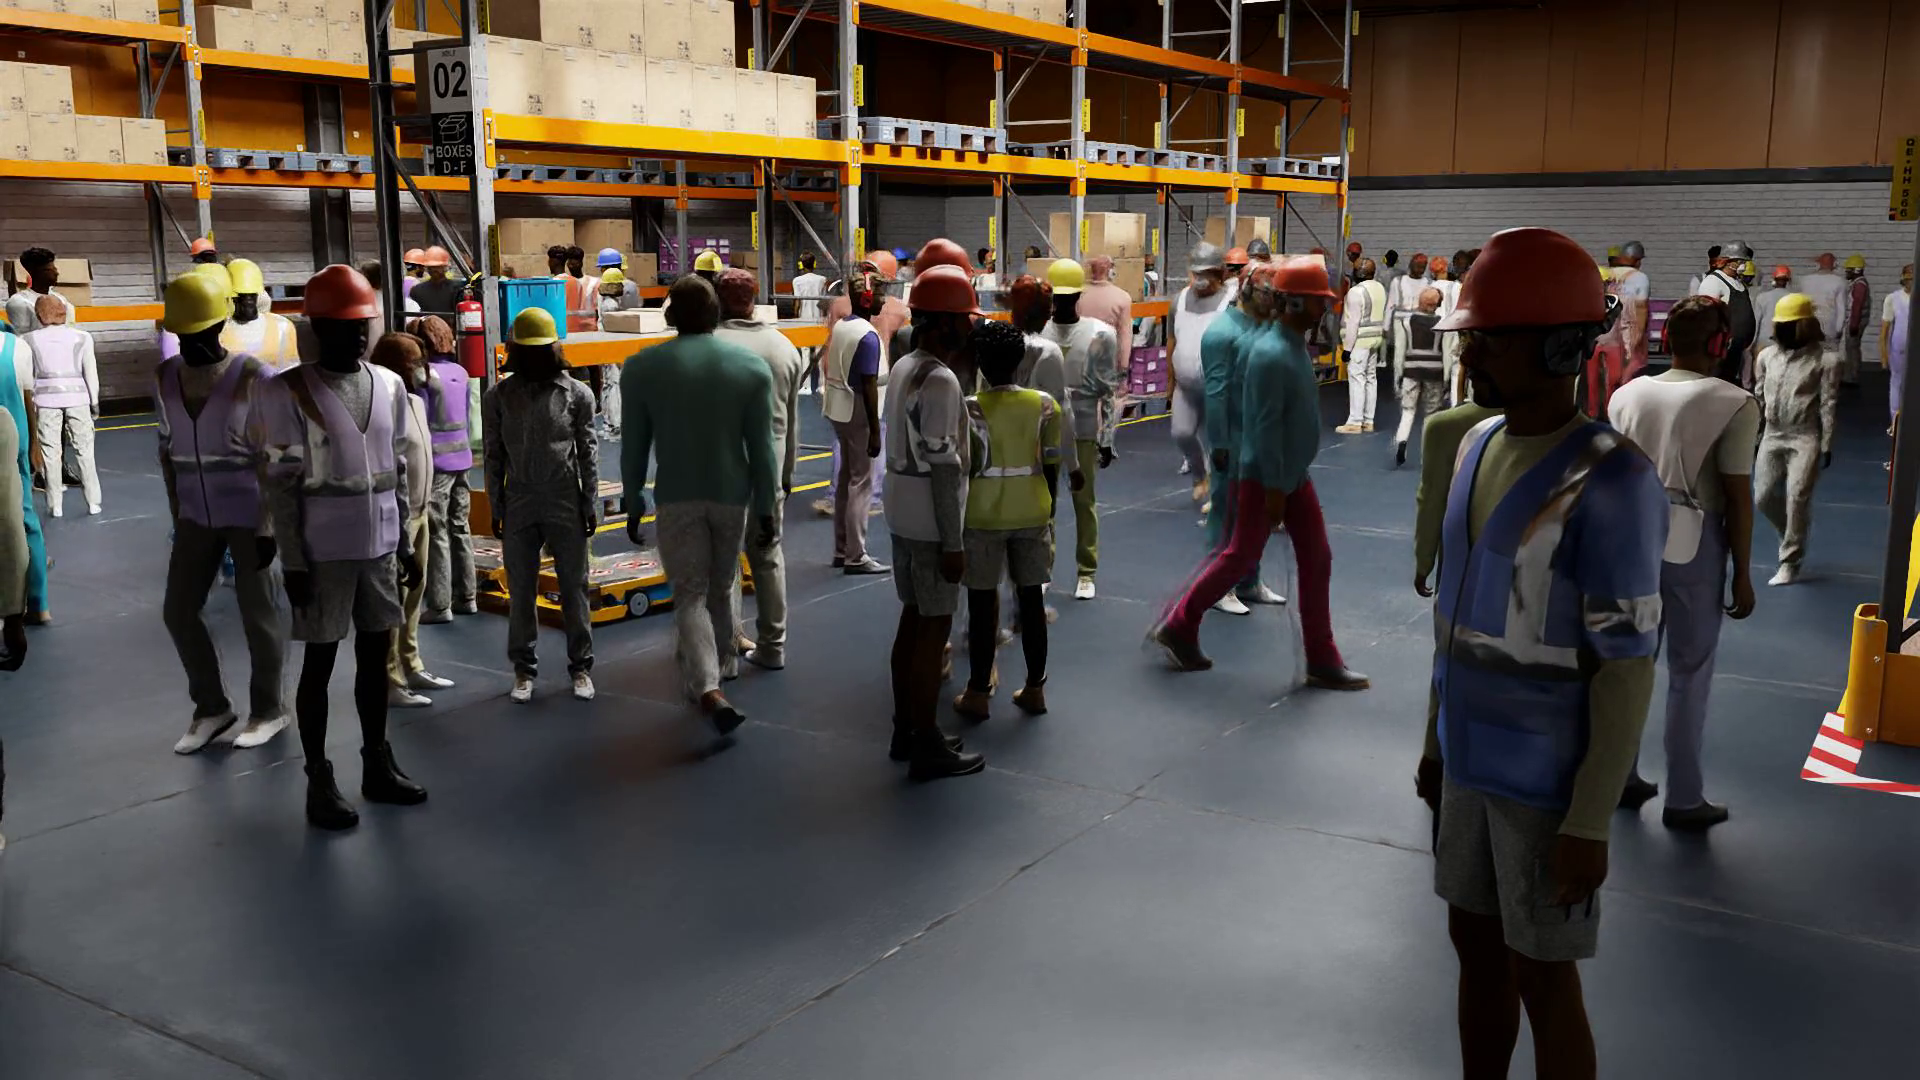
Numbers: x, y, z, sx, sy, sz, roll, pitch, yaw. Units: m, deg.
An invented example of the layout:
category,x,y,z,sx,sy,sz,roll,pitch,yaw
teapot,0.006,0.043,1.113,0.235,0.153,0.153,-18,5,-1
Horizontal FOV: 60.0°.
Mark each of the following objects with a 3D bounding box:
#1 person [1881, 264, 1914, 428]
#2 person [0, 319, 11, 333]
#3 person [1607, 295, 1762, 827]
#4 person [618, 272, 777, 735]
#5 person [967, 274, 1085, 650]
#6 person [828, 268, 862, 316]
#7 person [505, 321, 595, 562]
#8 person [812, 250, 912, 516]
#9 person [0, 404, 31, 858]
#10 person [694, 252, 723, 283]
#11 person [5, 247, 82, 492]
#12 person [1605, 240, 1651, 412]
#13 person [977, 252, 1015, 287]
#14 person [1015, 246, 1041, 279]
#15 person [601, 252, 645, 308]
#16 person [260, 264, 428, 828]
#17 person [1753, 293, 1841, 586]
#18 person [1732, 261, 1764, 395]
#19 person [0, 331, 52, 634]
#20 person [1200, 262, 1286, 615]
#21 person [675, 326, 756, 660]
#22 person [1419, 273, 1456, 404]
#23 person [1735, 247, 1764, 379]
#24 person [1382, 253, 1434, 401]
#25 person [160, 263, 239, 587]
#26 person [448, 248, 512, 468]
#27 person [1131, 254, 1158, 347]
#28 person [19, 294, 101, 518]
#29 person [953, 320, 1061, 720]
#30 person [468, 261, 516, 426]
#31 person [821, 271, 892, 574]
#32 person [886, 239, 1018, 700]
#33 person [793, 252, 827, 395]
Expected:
category,x,y,z,sx,sy,sz,roll,pitch,yaw
person,9.750,-1.940,17.111,0.517,1.769,0.973,4,11,21
person,-7.720,-1.195,13.099,0.355,1.737,0.577,3,11,16
person,2.472,0.074,5.796,0.385,1.836,0.565,-5,12,-27
person,-1.055,-0.138,6.835,0.637,1.909,0.858,-3,11,-18
person,0.337,-0.396,8.344,0.881,1.843,0.587,-9,14,-42
person,-1.142,-2.182,18.104,0.598,1.907,0.409,-4,11,-23
person,-2.256,-0.456,9.372,0.572,1.602,0.518,2,10,12
person,-0.693,-1.148,12.258,0.711,1.947,0.511,-1,10,-7
person,-3.084,0.184,4.940,0.583,1.937,1.078,-6,12,-29
person,-2.317,-1.668,15.229,0.409,1.917,0.585,2,10,13
person,-7.363,-1.370,13.427,0.362,1.966,0.611,1,10,7
person,7.806,-2.501,19.486,0.537,2.000,0.687,-6,12,-31
person,0.500,-2.767,21.328,0.590,1.913,0.399,6,12,31
person,1.019,-3.232,23.825,0.370,1.939,0.631,-6,12,-30
person,-4.000,-2.457,19.693,0.613,1.870,0.964,-8,13,-37
person,-2.121,0.023,5.815,0.384,1.937,0.554,8,13,36
person,4.951,-0.601,9.843,0.549,1.721,0.509,-8,13,-39
person,10.169,-2.740,21.609,0.537,1.754,0.339,0,10,-2
person,-4.992,-0.429,8.576,0.343,1.839,0.503,5,11,25
person,1.591,-0.557,9.103,0.407,1.904,0.639,10,14,43
person,-1.195,-0.252,7.997,0.533,1.694,0.320,-10,14,-43
person,5.955,-2.519,20.675,0.576,1.643,0.896,4,11,23
person,11.483,-3.319,24.362,0.591,1.918,0.383,-5,11,-25
person,5.646,-2.649,20.843,0.613,1.849,0.883,1,10,7
person,-4.442,-0.676,9.798,0.825,1.894,0.594,5,11,25
person,-4.226,-1.671,14.889,0.682,2.000,0.537,-5,11,-25
person,2.522,-2.952,22.585,0.430,1.833,0.632,6,12,31
person,-6.574,-0.973,12.165,0.518,1.632,0.313,-6,12,-30
person,0.180,-0.078,7.036,0.532,1.694,0.319,-4,11,-22
person,-4.987,-2.096,17.954,0.648,1.792,0.617,2,10,12
person,-0.631,-0.706,10.121,0.386,1.837,0.560,-4,11,-22
person,-0.047,-0.298,7.331,0.617,2.028,0.410,4,11,20
person,-1.972,-2.835,21.834,0.518,1.865,0.326,-6,12,-31
